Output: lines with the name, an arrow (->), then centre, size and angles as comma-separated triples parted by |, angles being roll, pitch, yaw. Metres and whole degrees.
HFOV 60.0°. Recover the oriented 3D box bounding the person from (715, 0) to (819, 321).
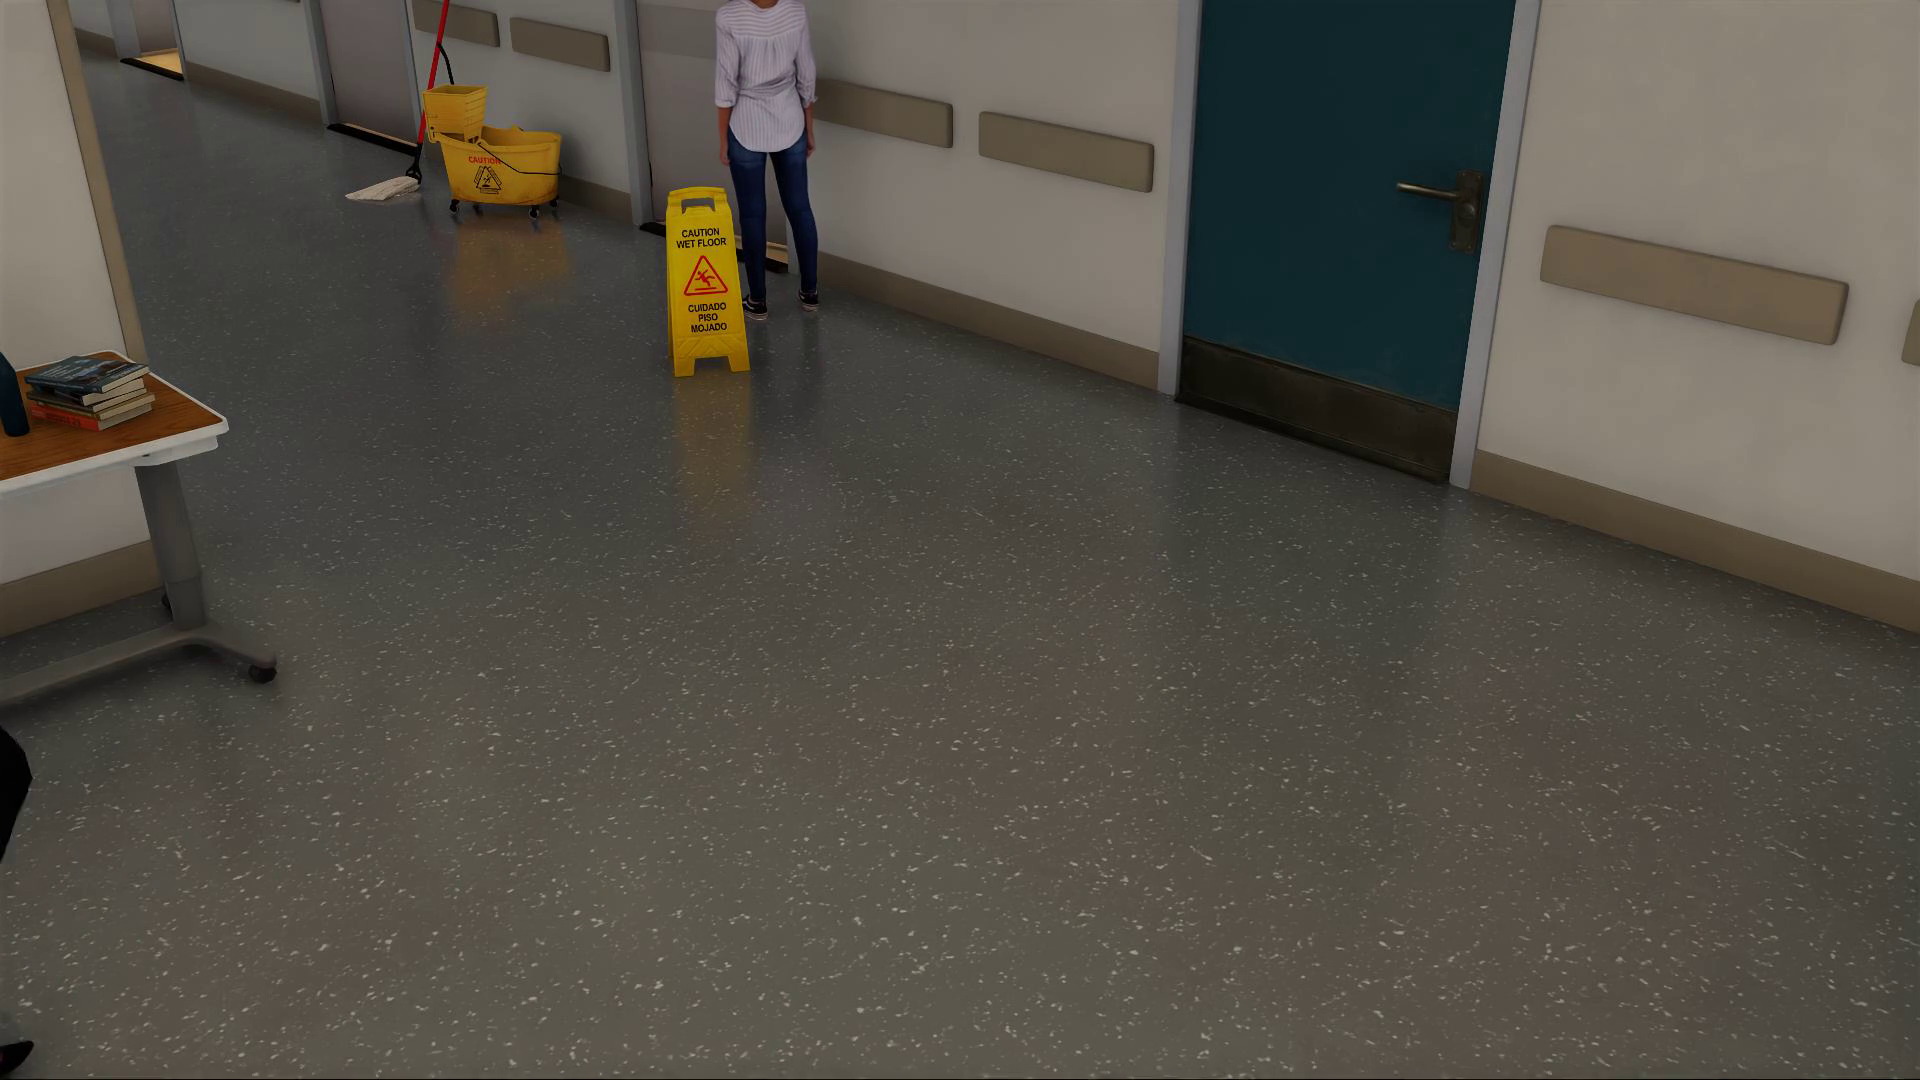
person -> -0.864, -1.863, 7.447 | 0.721, 1.714, 0.714 | -12, 28, -23
